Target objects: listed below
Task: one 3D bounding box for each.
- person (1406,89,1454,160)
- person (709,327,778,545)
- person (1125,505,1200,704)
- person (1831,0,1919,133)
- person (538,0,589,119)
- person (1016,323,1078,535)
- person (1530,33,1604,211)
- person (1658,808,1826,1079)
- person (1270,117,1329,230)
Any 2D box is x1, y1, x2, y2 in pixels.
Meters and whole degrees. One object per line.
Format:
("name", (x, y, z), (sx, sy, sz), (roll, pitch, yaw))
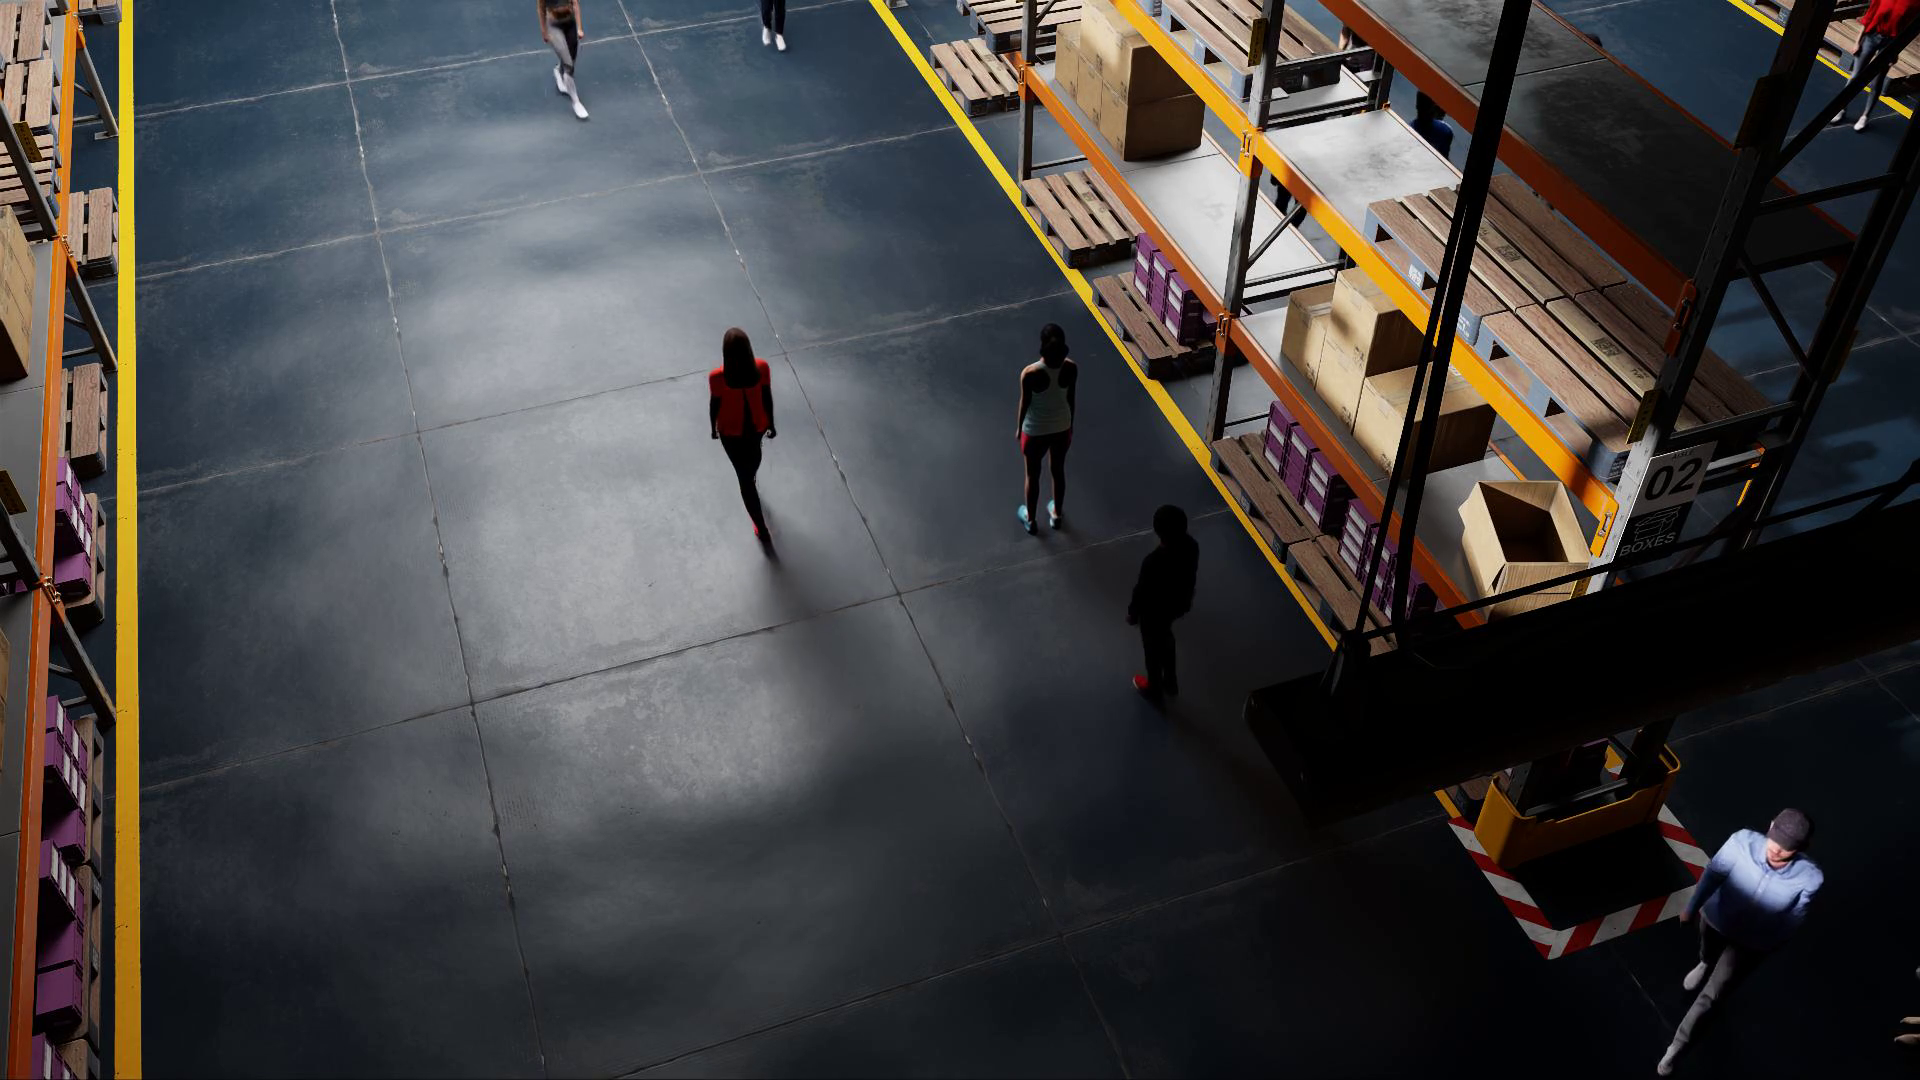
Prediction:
("person", (3.792, -2.898, 13.922), (0.789, 1.851, 0.987), (-2, 44, -2))
("person", (-1.505, -0.727, 11.787), (0.645, 1.652, 1.136), (-16, 46, -16))
("person", (1.346, 0.472, 10.520), (0.665, 1.663, 0.687), (-23, 48, -22))
("person", (8.849, -4.763, 15.989), (0.650, 1.700, 0.758), (28, 50, 26))
("person", (-3.927, -5.034, 16.291), (0.716, 1.676, 1.091), (-25, 49, -24))
("person", (0.614, -0.786, 11.767), (0.576, 1.765, 0.564), (-11, 45, -11))
("person", (5.403, -3.758, 14.915), (0.711, 1.727, 0.726), (4, 44, 4))
("person", (4.163, 1.975, 8.818), (1.204, 1.835, 1.069), (33, 53, 30))
("person", (2.933, -3.309, 14.539), (0.734, 1.595, 0.774), (0, 44, 0))
